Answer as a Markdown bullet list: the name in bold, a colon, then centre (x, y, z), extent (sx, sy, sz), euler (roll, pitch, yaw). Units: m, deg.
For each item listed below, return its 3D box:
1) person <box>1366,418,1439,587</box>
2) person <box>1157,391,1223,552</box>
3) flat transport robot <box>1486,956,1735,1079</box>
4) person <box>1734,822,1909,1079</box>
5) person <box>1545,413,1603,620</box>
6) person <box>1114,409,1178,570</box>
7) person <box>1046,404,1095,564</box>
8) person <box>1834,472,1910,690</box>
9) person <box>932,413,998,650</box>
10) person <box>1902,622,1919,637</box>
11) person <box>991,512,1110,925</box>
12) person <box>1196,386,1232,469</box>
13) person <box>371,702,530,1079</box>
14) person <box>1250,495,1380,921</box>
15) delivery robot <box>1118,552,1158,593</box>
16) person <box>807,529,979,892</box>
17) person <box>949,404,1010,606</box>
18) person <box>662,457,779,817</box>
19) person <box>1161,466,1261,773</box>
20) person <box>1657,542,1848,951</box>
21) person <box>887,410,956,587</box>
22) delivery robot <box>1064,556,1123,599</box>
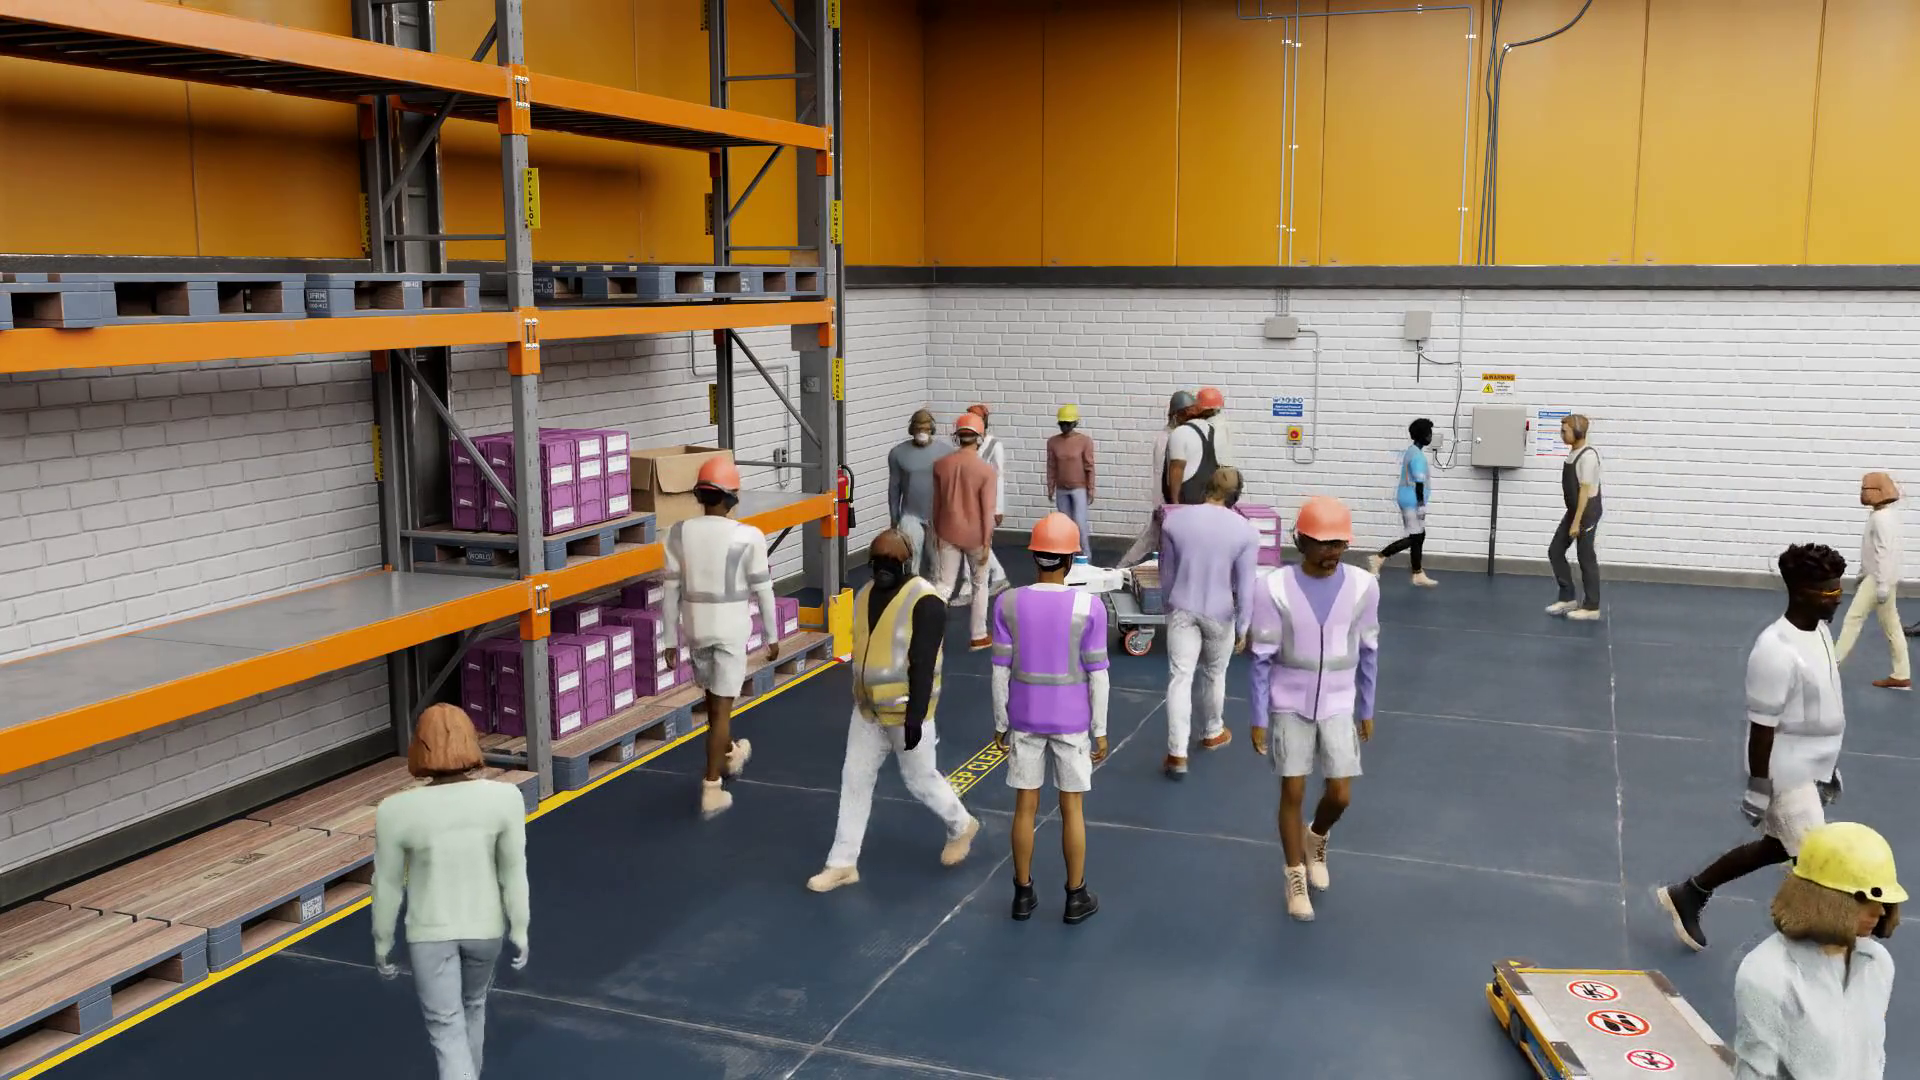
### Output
- **person**: centre (4.317, -0.359, 16.101), extent (0.627, 1.672, 0.538), euler (2, 9, 10)
- **person**: centre (2.090, -0.438, 15.468), extent (0.759, 2.000, 1.019), euler (-7, 12, -38)
- **flat transport robot**: centre (2.481, 1.922, 6.187), extent (0.652, 0.197, 1.431), euler (0, 9, 2)
- **person**: centre (2.085, 1.513, 4.188), extent (0.496, 1.724, 0.602), euler (-3, 10, -20)
- **person**: centre (5.405, -0.198, 14.615), extent (0.590, 1.822, 0.519), euler (0, 9, 0)
- **person**: centre (1.938, -0.406, 15.888), extent (0.980, 1.861, 0.649), euler (3, 9, 17)
- **person**: centre (1.118, -0.508, 16.841), extent (0.546, 1.739, 0.467), euler (5, 10, 29)
- **person**: centre (6.637, 0.298, 12.235), extent (0.814, 1.595, 0.521), euler (6, 11, 32)
- **person**: centre (-0.008, -0.031, 13.189), extent (0.615, 1.954, 0.900), euler (4, 10, 26)
- **person**: centre (8.297, -0.096, 13.726), extent (0.749, 1.912, 0.541), euler (3, 10, 20)
- **person**: centre (0.429, 0.834, 7.805), extent (0.553, 1.935, 0.362), euler (2, 9, 15)
- **person**: centre (2.523, -0.553, 16.493), extent (0.676, 1.958, 0.706), euler (4, 10, 25)
- **person**: centre (-1.709, 1.351, 5.649), extent (0.505, 1.596, 0.837), euler (-5, 10, -29)
- **person**: centre (1.661, 0.776, 7.867), extent (0.615, 2.027, 0.515), euler (0, 9, 3)
- **delivery robot**: centre (1.770, 0.351, 14.872), extent (0.707, 0.478, 0.477), euler (-4, 10, -26)
- **person**: centre (-0.299, 0.824, 8.284), extent (0.899, 1.807, 0.627), euler (-9, 13, -44)
- **person**: centre (0.173, -0.345, 15.496), extent (0.861, 1.854, 0.593), euler (-8, 12, -40)
- **person**: centre (-1.347, 0.514, 9.622), extent (0.624, 1.993, 1.032), euler (3, 9, 16)
- **person**: centre (1.528, 0.484, 10.263), extent (0.629, 1.867, 1.004), euler (2, 9, 15)
- **person**: centre (3.462, 0.945, 7.089), extent (0.871, 1.942, 0.598), euler (7, 12, 39)
- **person**: centre (-0.317, -0.185, 14.389), extent (0.633, 1.886, 1.026), euler (0, 9, 2)
- **delivery robot**: centre (1.071, 0.384, 14.663), extent (0.707, 0.478, 0.477), euler (-4, 10, -22)
